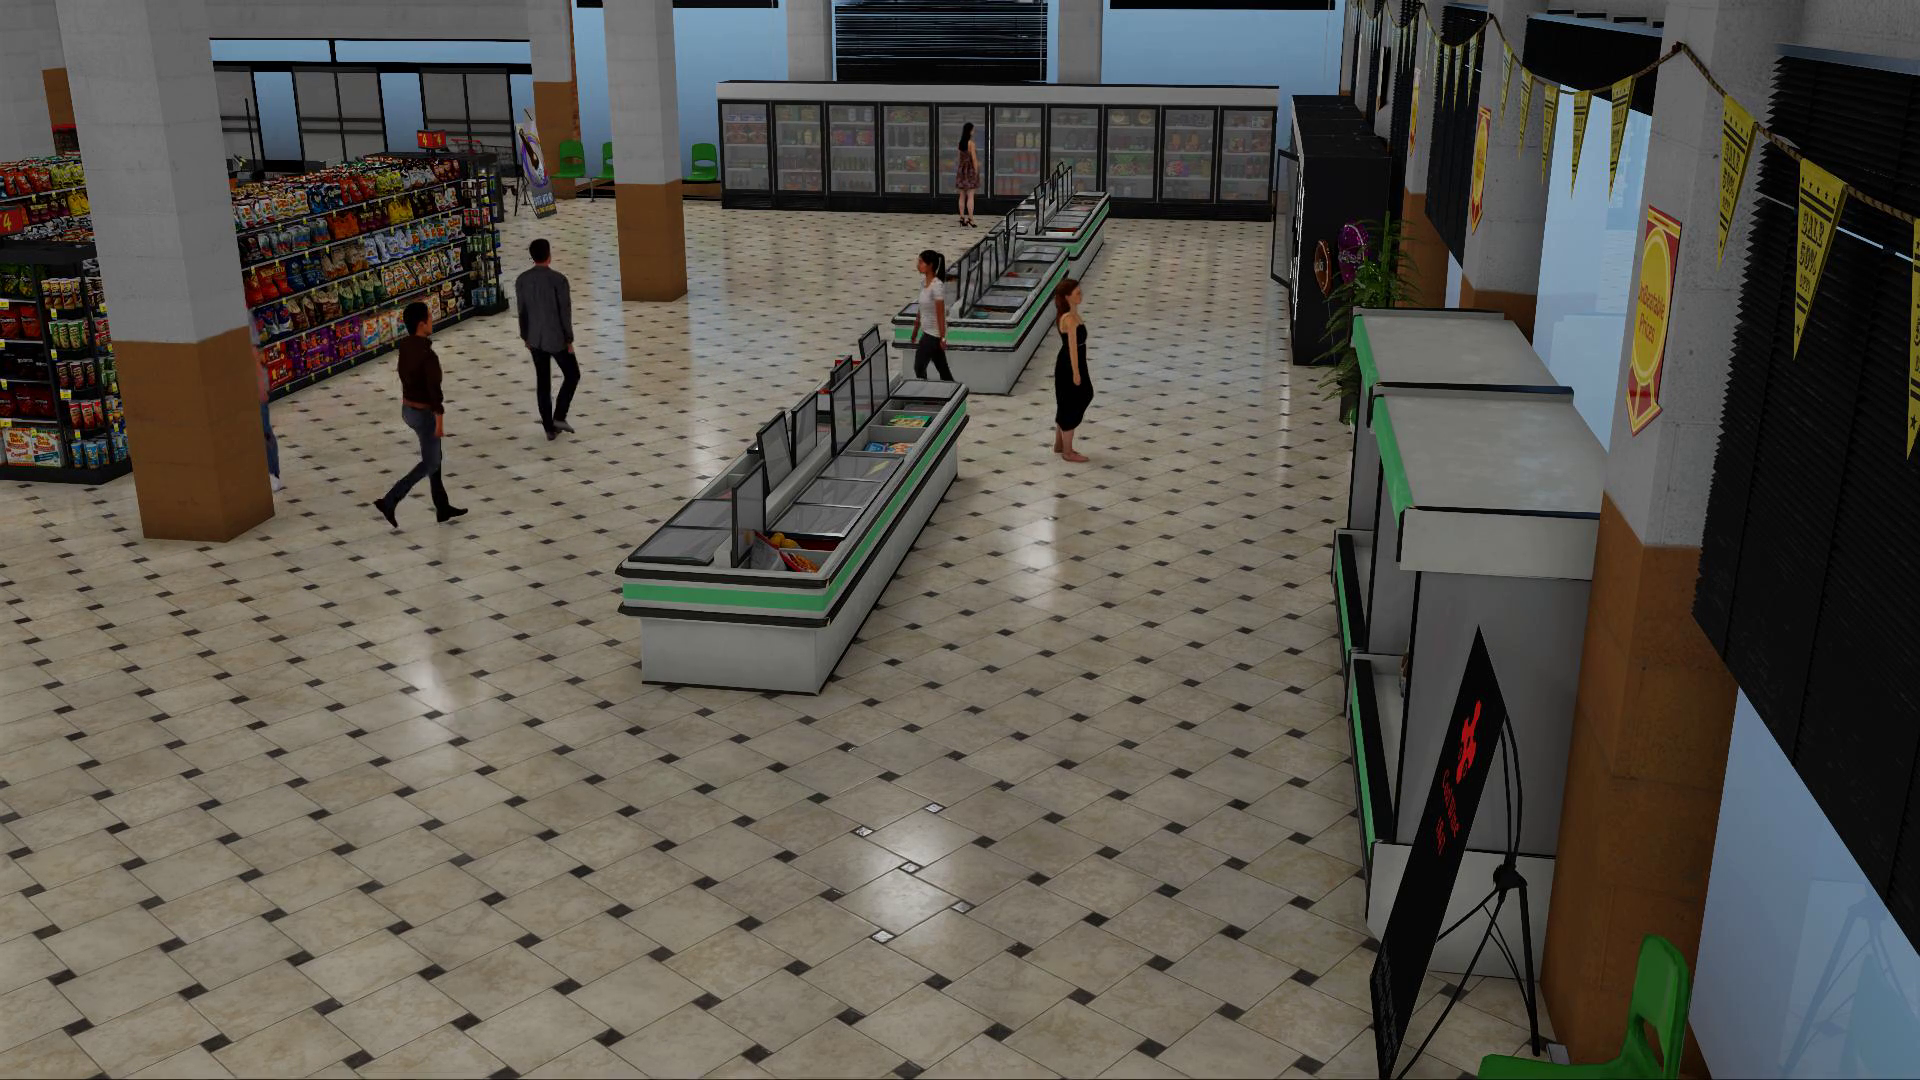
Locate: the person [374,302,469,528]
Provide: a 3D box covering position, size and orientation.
[{"bbox_3d":[-4.237,-0.930,12.847,1.132,1.759,1.018,-16,25,-40],"label":"person"}]

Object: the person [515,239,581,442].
[{"bbox_3d":[-3.815,-1.818,15.321,0.691,1.862,0.631,3,19,10],"label":"person"}]

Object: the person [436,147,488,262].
[{"bbox_3d":[-7.351,-4.763,24.114,0.956,1.824,1.137,-3,19,-8],"label":"person"}]

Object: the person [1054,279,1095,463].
[{"bbox_3d":[0.957,-1.518,14.804,0.681,1.623,0.563,0,19,1],"label":"person"}]

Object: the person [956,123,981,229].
[{"bbox_3d":[0.134,-6.319,28.802,0.849,1.776,0.802,-17,25,-41],"label":"person"}]

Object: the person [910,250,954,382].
[{"bbox_3d":[-0.169,-2.007,16.258,0.835,1.622,0.878,-5,19,-15],"label":"person"}]
